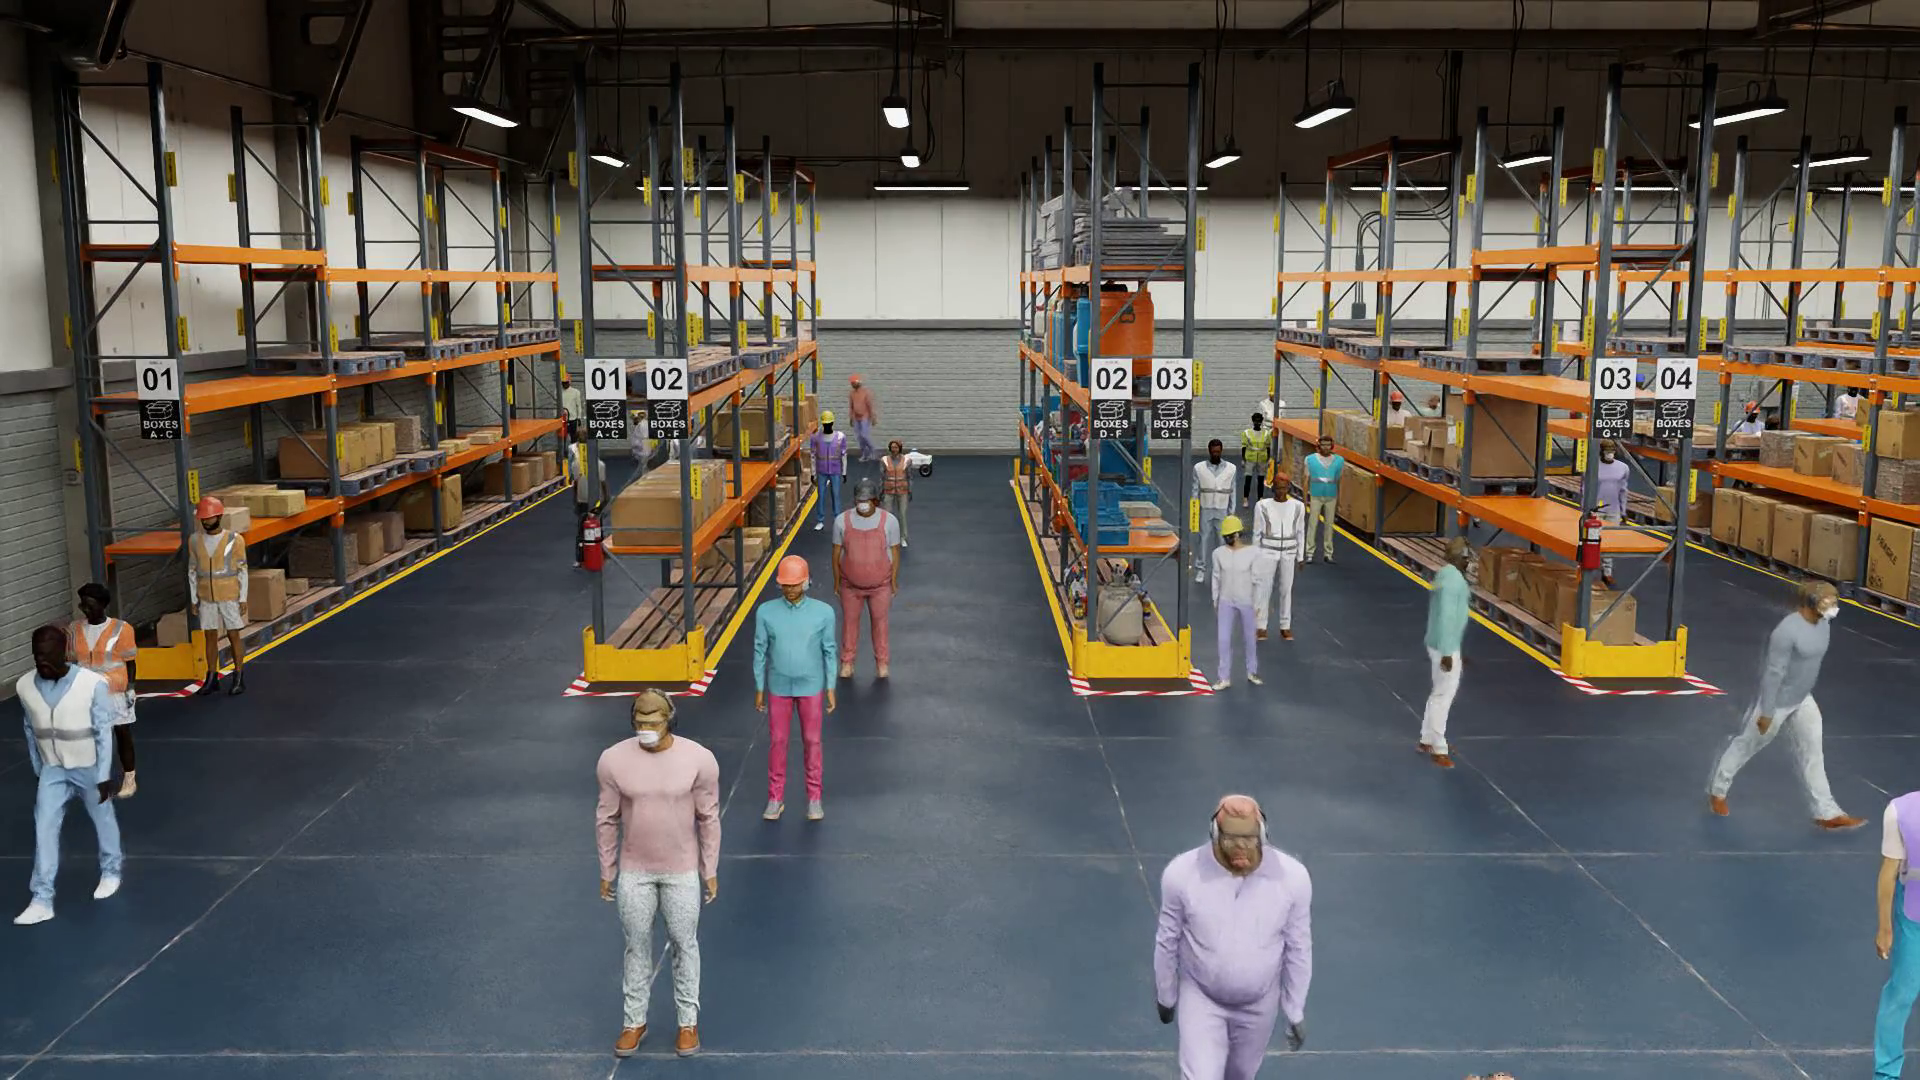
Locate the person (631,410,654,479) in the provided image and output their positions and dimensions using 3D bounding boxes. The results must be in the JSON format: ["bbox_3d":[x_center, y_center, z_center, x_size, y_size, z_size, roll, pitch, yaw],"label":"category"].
[{"bbox_3d":[-5.617,-1.470,29.464,0.407,1.780,0.662,-3,9,-18],"label":"person"}]

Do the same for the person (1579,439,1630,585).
[{"bbox_3d":[8.443,-0.366,21.825,0.635,1.937,0.355,0,9,0],"label":"person"}]

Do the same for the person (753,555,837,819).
[{"bbox_3d":[-1.218,1.089,12.293,0.622,1.989,0.399,0,9,0],"label":"person"}]

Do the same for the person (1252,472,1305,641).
[{"bbox_3d":[3.531,0.186,18.447,0.584,1.882,0.337,0,9,0],"label":"person"}]

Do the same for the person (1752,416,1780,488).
[{"bbox_3d":[12.989,-1.078,26.729,0.633,1.838,0.429,0,9,0],"label":"person"}]

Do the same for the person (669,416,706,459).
[{"bbox_3d":[-4.203,-0.985,25.789,0.615,1.942,0.407,0,9,0],"label":"person"}]

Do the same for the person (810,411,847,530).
[{"bbox_3d":[-2.103,-1.105,26.614,0.594,1.924,0.384,0,9,0],"label":"person"}]

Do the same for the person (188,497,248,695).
[{"bbox_3d":[-7.140,0.542,15.993,0.551,1.935,0.375,0,9,0],"label":"person"}]

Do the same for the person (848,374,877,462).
[{"bbox_3d":[-2.204,-2.682,36.674,0.647,1.956,0.517,8,12,41],"label":"person"}]

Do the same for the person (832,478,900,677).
[{"bbox_3d":[-0.946,0.381,16.694,0.688,2.000,0.535,0,9,0],"label":"person"}]

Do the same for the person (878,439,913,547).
[{"bbox_3d":[-0.962,-0.701,24.941,0.523,1.638,0.311,0,9,0],"label":"person"}]

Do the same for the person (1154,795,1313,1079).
[{"bbox_3d":[1.169,1.969,7.093,0.651,1.851,0.922,0,9,-1],"label":"person"}]

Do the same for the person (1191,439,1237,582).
[{"bbox_3d":[3.362,-0.391,22.056,0.597,1.916,0.372,0,9,0],"label":"person"}]

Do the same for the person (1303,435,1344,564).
[{"bbox_3d":[5.131,-0.580,23.510,0.570,1.840,0.375,0,9,0],"label":"person"}]

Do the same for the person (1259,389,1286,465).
[{"bbox_3d":[6.523,-2.323,34.758,0.600,1.830,0.403,0,9,0],"label":"person"}]

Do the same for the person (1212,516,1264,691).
[{"bbox_3d":[2.740,0.600,16.317,0.544,1.726,0.627,4,10,25],"label":"person"}]

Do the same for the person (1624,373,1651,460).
[{"bbox_3d":[15.128,-2.753,37.154,0.615,1.945,0.406,0,9,0],"label":"person"}]

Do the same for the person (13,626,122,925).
[{"bbox_3d":[-5.605,1.440,10.458,0.597,1.858,0.927,0,9,-1],"label":"person"}]

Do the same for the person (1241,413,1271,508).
[{"bbox_3d":[5.202,-1.396,29.222,0.540,1.697,0.317,0,9,0],"label":"person"}]

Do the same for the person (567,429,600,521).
[{"bbox_3d":[-6.137,-1.021,27.148,0.521,1.587,0.797,0,9,-3],"label":"person"}]

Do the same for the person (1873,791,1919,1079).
[{"bbox_3d":[4.666,1.836,7.966,0.570,1.840,0.375,0,9,0],"label":"person"}]

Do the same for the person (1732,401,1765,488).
[{"bbox_3d":[13.583,-1.424,28.636,0.551,1.935,0.375,0,9,0],"label":"person"}]

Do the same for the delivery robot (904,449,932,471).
[{"bbox_3d":[-0.936,-1.622,34.038,0.707,0.478,0.477,0,9,0],"label":"delivery robot"}]

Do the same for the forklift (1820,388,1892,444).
[{"bbox_3d":[20.072,-3.110,36.462,1.873,2.768,1.129,0,9,0],"label":"forklift"}]

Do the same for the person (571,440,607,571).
[{"bbox_3d":[-5.135,-0.492,23.039,0.505,1.811,0.904,0,9,-1],"label":"person"}]

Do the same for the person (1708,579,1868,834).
[{"bbox_3d":[6.018,1.190,12.117,0.686,1.866,1.102,-6,11,-33],"label":"person"}]

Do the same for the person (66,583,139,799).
[{"bbox_3d":[-6.594,1.157,12.793,0.540,1.697,0.317,0,9,0],"label":"person"}]

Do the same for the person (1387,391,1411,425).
[{"bbox_3d":[7.946,-1.730,30.417,0.622,1.992,0.397,0,9,0],"label":"person"}]

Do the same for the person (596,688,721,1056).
[{"bbox_3d":[-1.548,1.698,8.556,0.635,1.936,0.352,0,9,0],"label":"person"}]

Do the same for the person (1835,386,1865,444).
[{"bbox_3d":[18.990,-2.441,35.487,0.633,1.841,0.429,0,9,0],"label":"person"}]

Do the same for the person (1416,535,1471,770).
[{"bbox_3d":[4.012,0.922,13.727,0.361,1.894,0.699,3,9,18],"label":"person"}]

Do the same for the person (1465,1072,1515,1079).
[{"bbox_3d":[1.676,2.414,5.003,0.324,1.613,0.602,-3,9,-18],"label":"person"}]

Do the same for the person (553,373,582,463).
[{"bbox_3d":[-8.643,-2.687,36.585,0.622,1.989,0.399,0,9,0],"label":"person"}]
